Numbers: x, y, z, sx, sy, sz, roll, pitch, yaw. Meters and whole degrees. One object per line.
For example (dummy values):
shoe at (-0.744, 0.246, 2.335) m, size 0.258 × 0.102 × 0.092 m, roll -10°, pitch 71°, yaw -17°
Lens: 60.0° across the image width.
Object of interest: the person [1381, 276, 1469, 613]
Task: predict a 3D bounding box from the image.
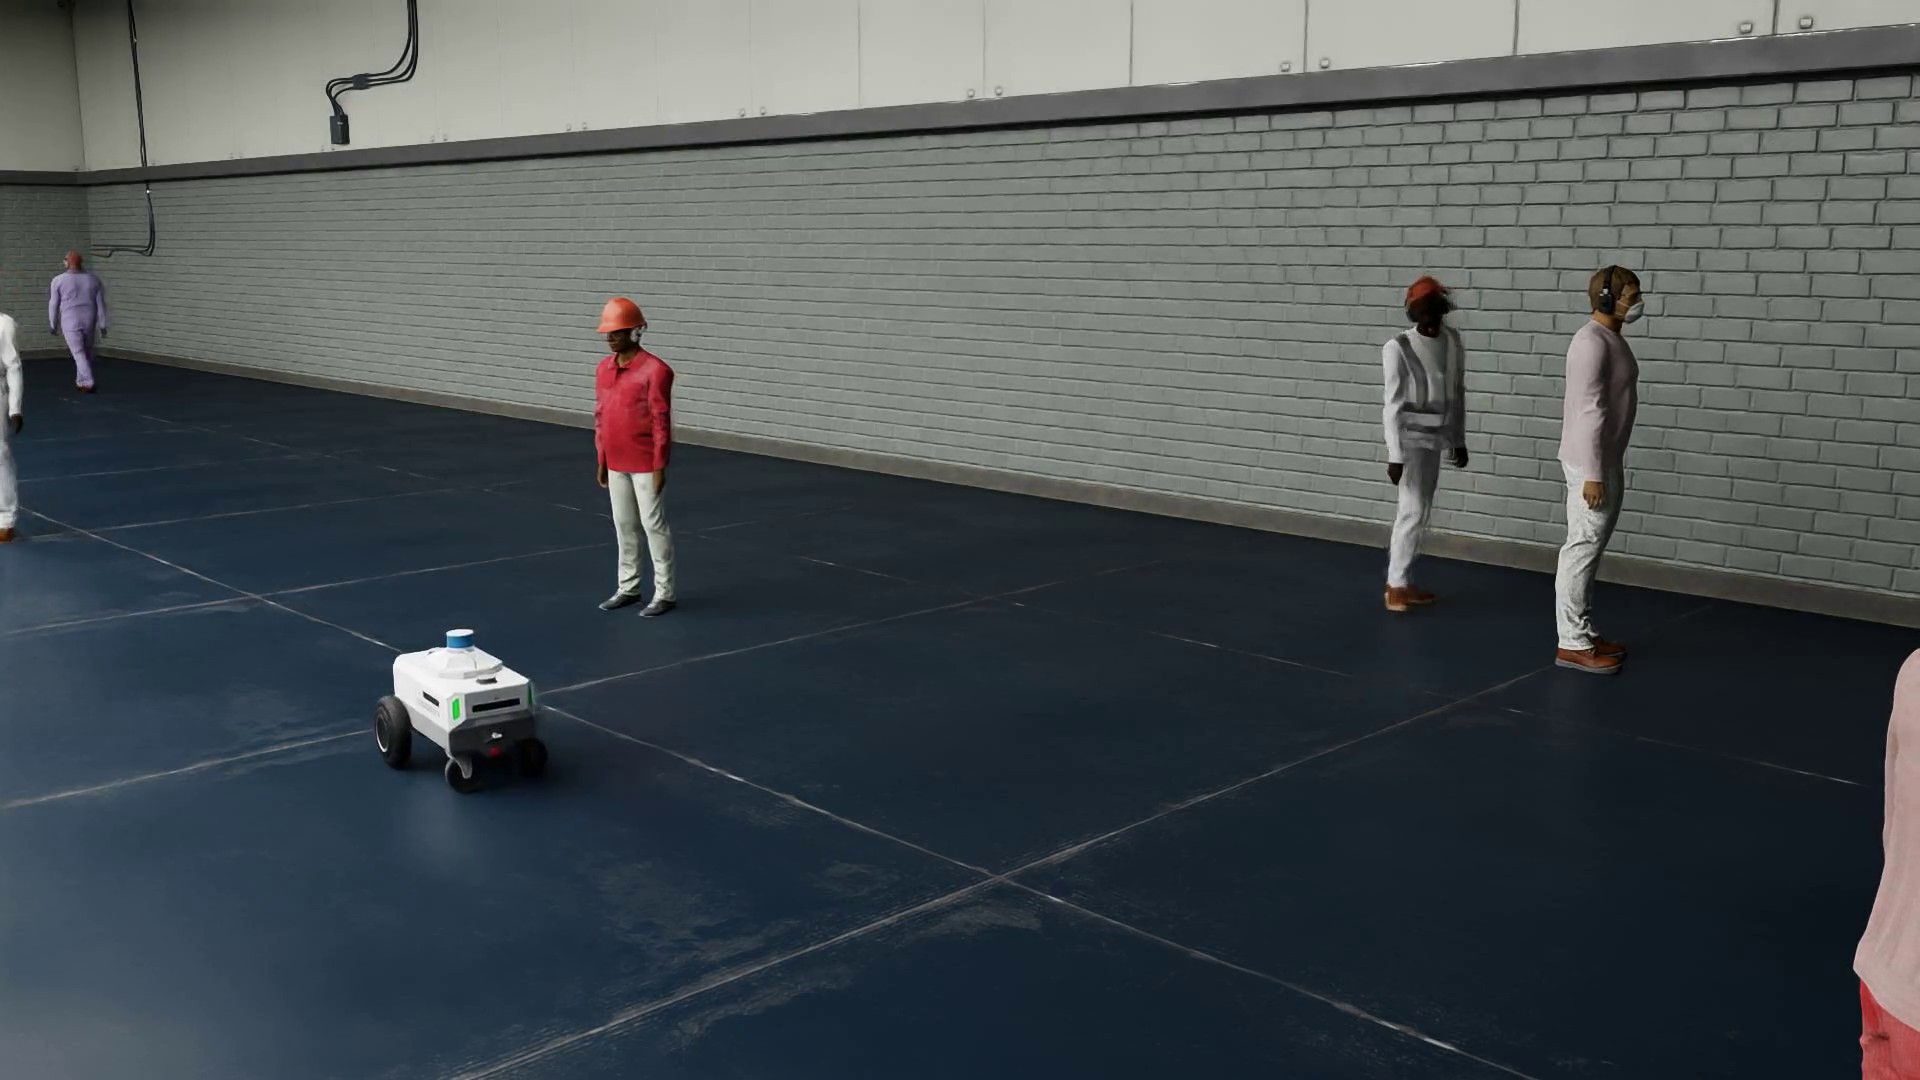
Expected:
person at (2.510, -0.526, 9.217) m, size 0.632 × 1.856 × 0.434 m, roll -9°, pitch 14°, yaw -40°

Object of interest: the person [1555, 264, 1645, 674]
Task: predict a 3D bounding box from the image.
person at (3.076, -0.344, 8.001) m, size 0.372 × 1.940 × 0.632 m, roll 5°, pitch 12°, yaw 27°

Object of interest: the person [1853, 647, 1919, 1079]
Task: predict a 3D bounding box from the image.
person at (1.573, 0.737, 2.584) m, size 0.315 × 1.766 × 0.523 m, roll 2°, pitch 11°, yaw 12°

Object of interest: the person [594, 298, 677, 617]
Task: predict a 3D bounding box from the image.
person at (-1.808, -0.448, 9.110) m, size 0.560 × 1.742 × 0.354 m, roll 8°, pitch 13°, yaw 36°

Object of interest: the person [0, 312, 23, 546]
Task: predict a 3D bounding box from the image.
person at (-6.585, -0.894, 11.165) m, size 0.586 × 1.883 × 0.350 m, roll 0°, pitch 10°, yaw 2°

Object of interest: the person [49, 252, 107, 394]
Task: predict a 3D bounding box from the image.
person at (-11.672, -2.870, 22.020) m, size 0.985 × 1.872 × 0.653 m, roll 8°, pitch 13°, yaw 38°

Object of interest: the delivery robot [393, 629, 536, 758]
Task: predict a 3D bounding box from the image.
delivery robot at (-1.920, 0.590, 6.427) m, size 0.477 × 0.478 × 0.707 m, roll -8°, pitch 13°, yaw -36°
